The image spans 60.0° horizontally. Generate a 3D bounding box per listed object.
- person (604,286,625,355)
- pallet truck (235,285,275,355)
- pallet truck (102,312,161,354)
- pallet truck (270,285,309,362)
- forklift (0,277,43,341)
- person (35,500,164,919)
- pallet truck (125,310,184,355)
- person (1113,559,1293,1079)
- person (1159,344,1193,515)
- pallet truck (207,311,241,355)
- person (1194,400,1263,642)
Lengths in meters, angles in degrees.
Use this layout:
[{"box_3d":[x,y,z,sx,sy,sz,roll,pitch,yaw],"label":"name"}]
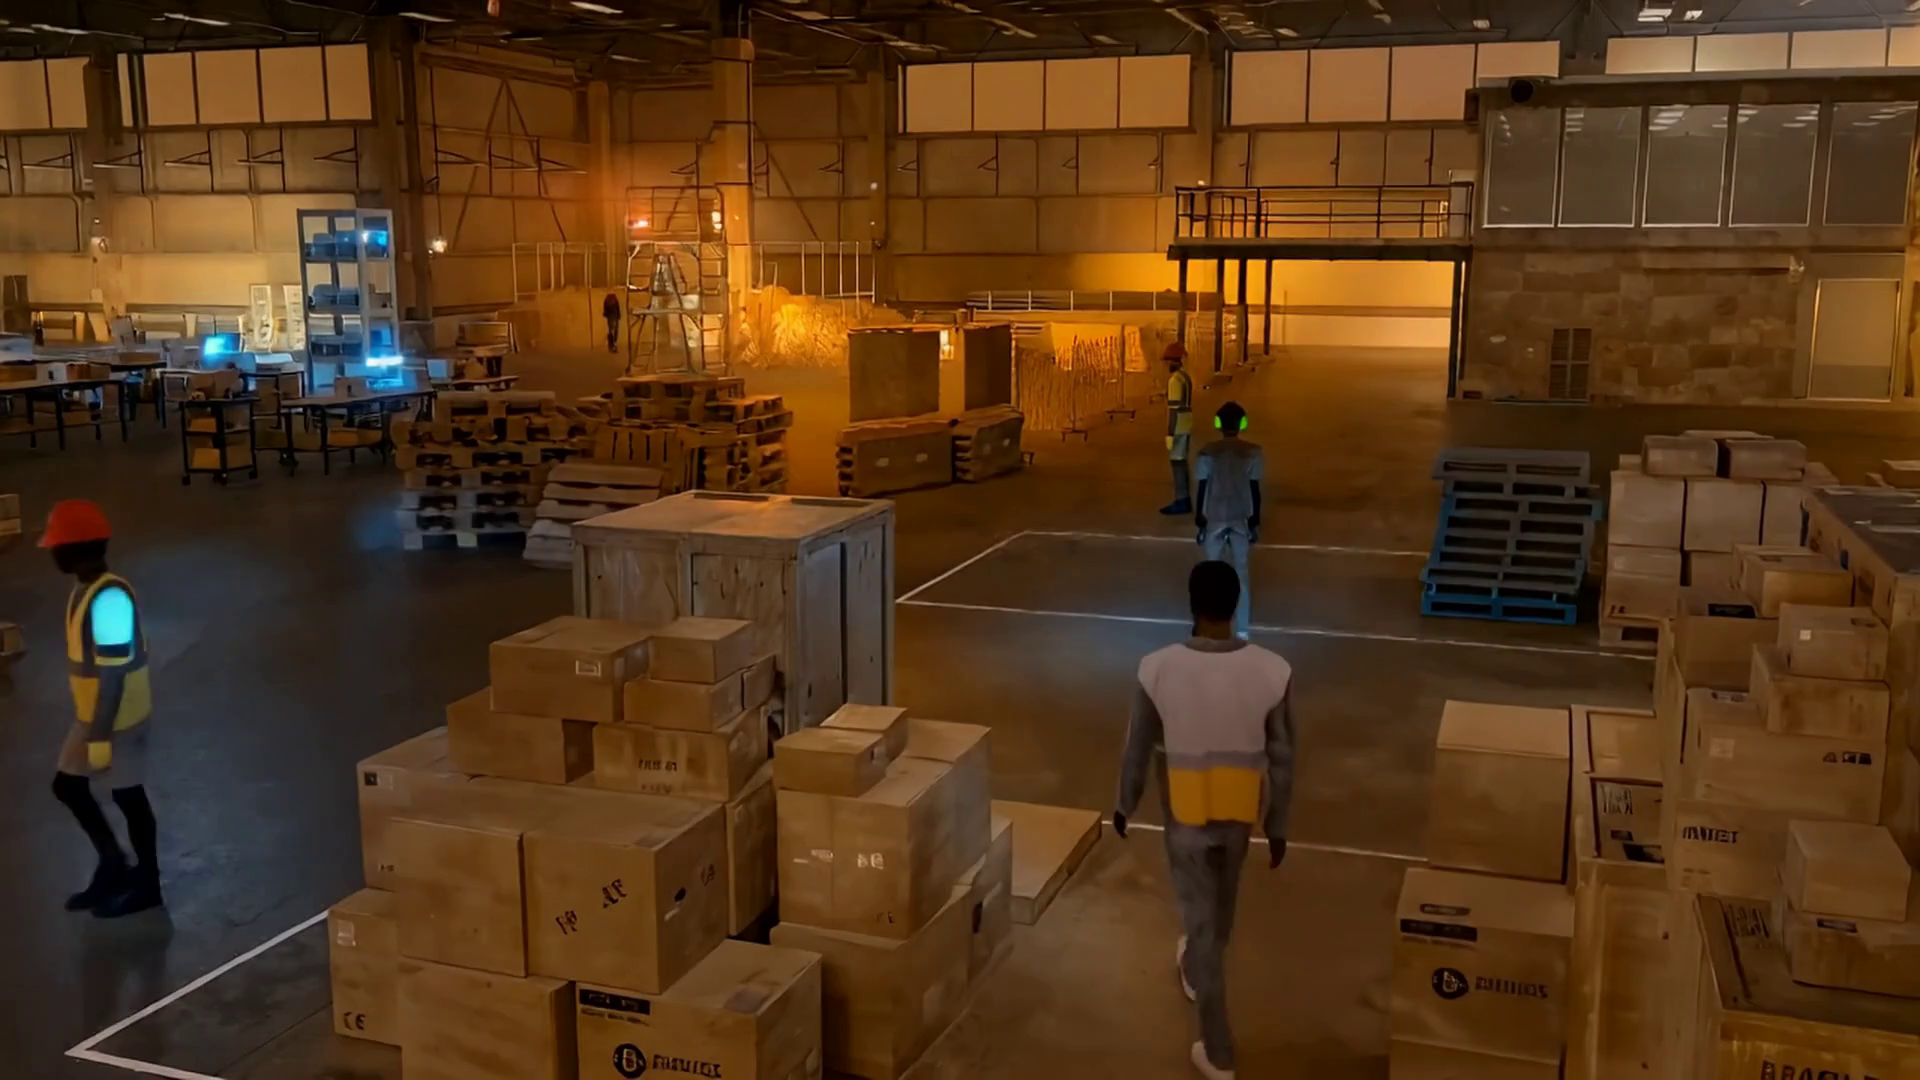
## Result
[{"box_3d":[-9.534,-6.053,45.905,0.409,1.906,0.651,-9,14,-42],"label":"person"},{"box_3d":[-18.327,-5.835,44.421,0.823,1.965,1.885,4,11,23],"label":"pallet truck"},{"box_3d":[-23.057,-5.777,46.261,0.680,1.201,1.601,3,11,19],"label":"pallet truck"},{"box_3d":[-17.147,-5.700,43.663,0.823,1.965,1.885,3,11,17],"label":"pallet truck"},{"box_3d":[-27.151,-6.329,46.328,1.157,1.987,2.680,3,11,17],"label":"forklift"},{"box_3d":[-3.874,0.774,7.410,0.526,1.920,0.580,-8,13,-39],"label":"person"},{"box_3d":[-22.038,-5.665,45.457,0.704,1.261,1.522,3,11,17],"label":"pallet truck"},{"box_3d":[0.894,0.995,6.287,0.597,1.868,0.977,-2,10,-12],"label":"person"},{"box_3d":[2.424,-1.242,18.770,0.399,1.928,0.542,4,11,23],"label":"person"},{"box_3d":[-19.537,-5.575,44.913,0.653,1.274,1.630,3,11,19],"label":"pallet truck"},{"box_3d":[2.043,-0.132,12.699,0.509,1.861,0.320,1,10,6],"label":"person"}]
